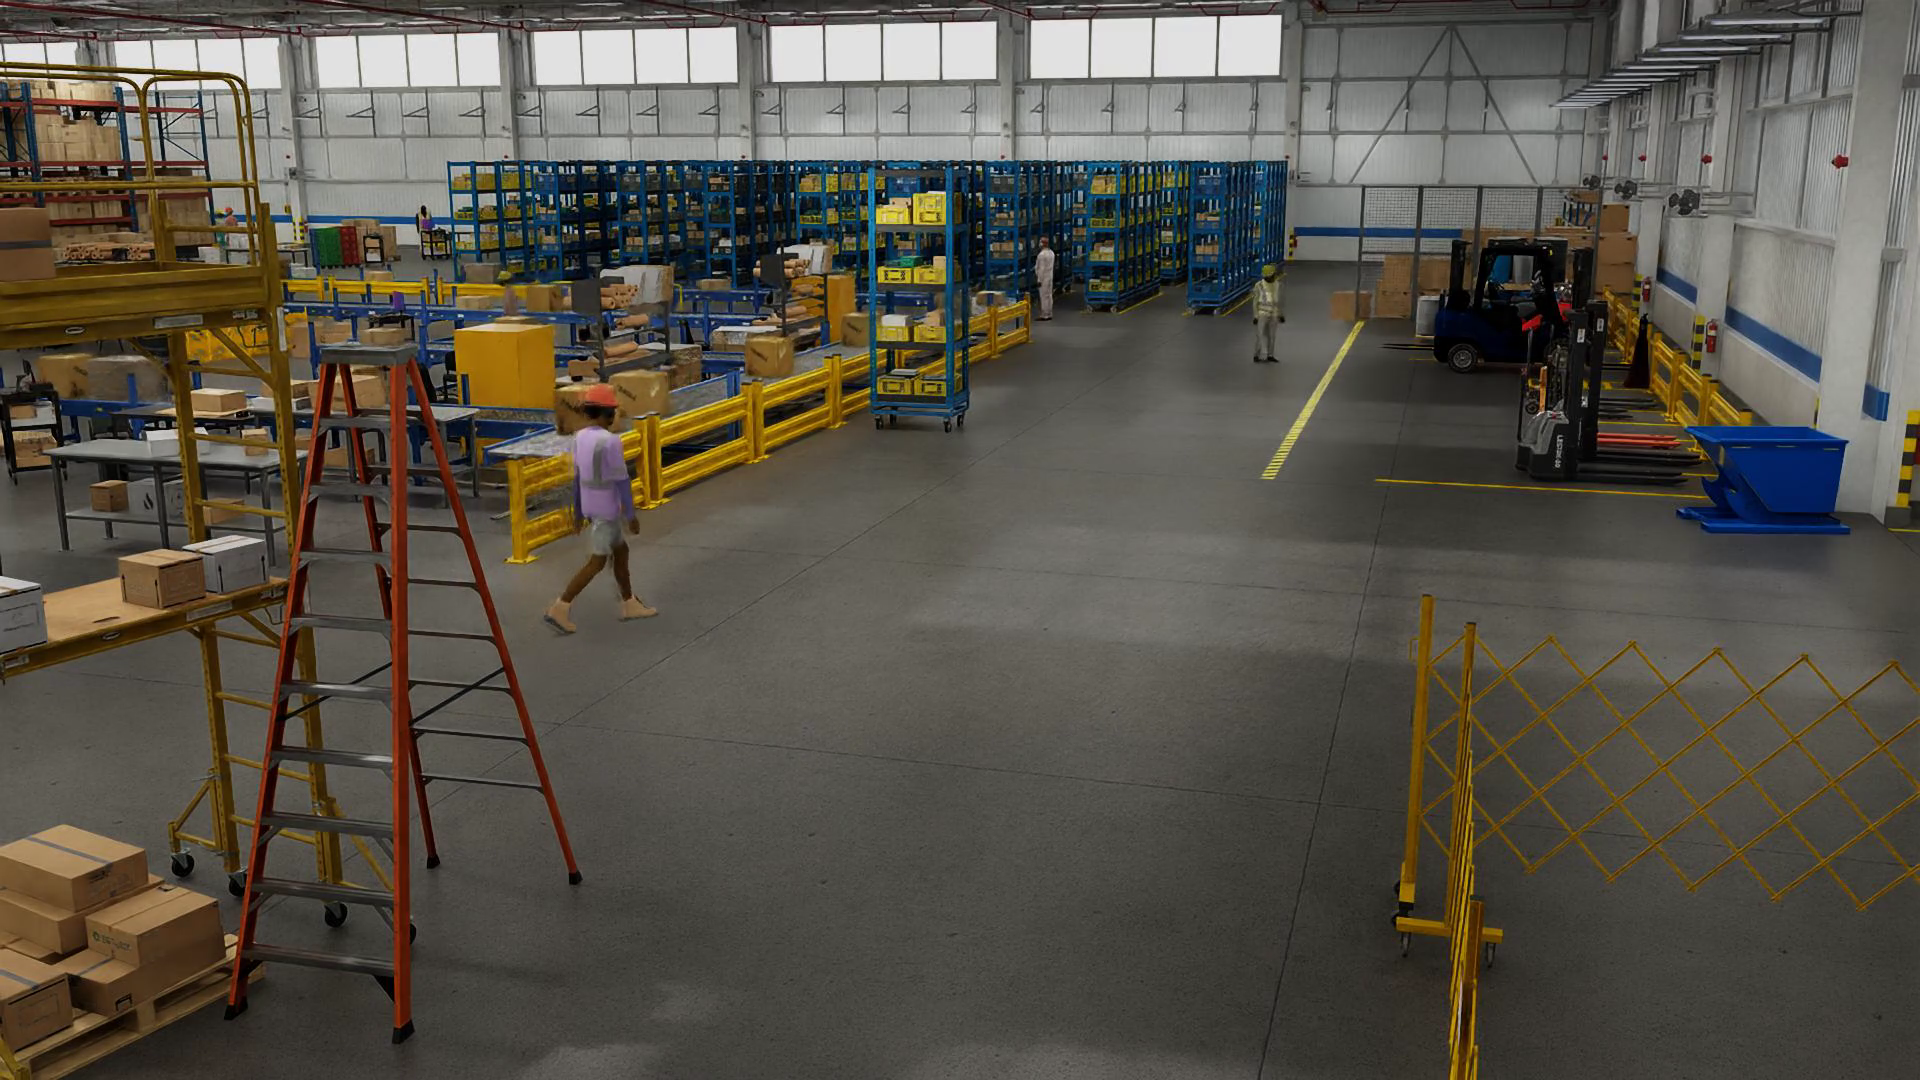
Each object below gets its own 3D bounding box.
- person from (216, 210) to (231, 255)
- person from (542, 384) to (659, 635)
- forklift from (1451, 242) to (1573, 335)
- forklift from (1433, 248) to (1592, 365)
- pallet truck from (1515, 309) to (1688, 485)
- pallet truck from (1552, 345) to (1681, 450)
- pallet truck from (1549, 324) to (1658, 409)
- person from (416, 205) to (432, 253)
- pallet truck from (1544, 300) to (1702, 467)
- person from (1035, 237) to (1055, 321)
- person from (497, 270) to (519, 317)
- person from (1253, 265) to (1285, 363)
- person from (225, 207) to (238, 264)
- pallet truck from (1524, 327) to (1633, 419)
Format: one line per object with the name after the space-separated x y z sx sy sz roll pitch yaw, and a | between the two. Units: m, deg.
-28.047 -11.712 63.414 0.915 1.715 0.531 3 13 14 | person
-2.932 -0.244 13.313 1.024 1.996 0.600 -10 16 -37 | person
10.464 -4.597 31.405 2.680 1.987 1.157 4 14 16 | forklift
9.780 -4.111 29.280 2.680 1.987 1.157 3 13 14 | forklift
7.554 -1.677 19.446 1.885 1.965 0.823 3 13 14 | pallet truck
8.641 -1.896 21.908 1.630 1.274 0.653 4 14 16 | pallet truck
9.824 -2.669 25.407 1.601 1.201 0.680 4 14 16 | pallet truck
-20.972 -12.182 65.169 0.624 1.840 0.430 -9 16 -33 | person
8.263 -1.952 20.631 1.885 1.965 0.823 5 14 20 | pallet truck
1.934 -6.010 38.359 0.405 1.911 0.636 7 15 27 | person
-8.178 -3.968 29.914 0.864 1.726 0.543 -3 13 -12 | person
5.675 -4.140 30.553 0.627 1.796 0.407 -4 14 -15 | person
-25.613 -10.710 58.502 0.403 1.987 0.608 2 13 10 | person
9.065 -2.460 24.370 1.522 1.261 0.704 3 13 14 | pallet truck
